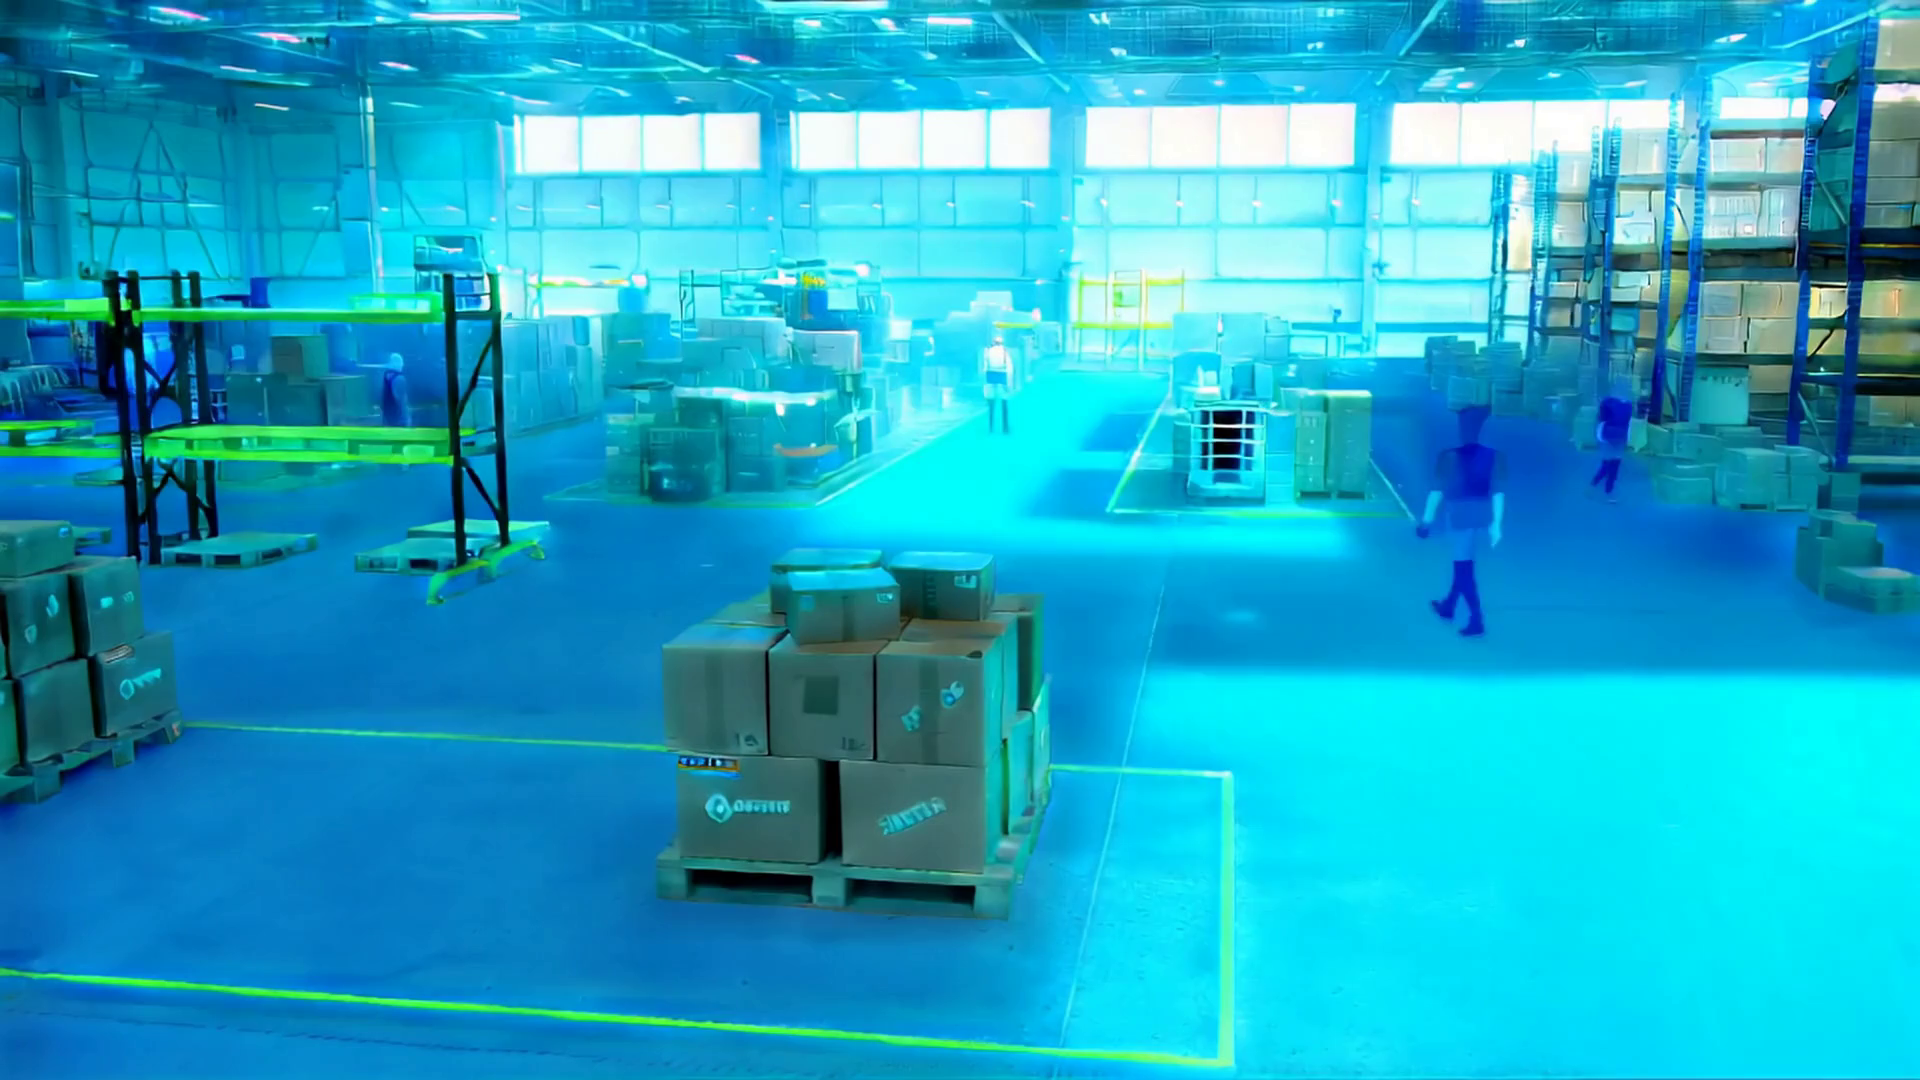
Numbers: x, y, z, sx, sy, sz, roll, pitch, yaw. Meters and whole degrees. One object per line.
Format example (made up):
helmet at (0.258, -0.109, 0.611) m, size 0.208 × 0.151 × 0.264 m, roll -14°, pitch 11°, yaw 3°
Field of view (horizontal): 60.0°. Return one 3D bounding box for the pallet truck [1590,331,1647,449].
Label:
pallet truck at (11.253, -2.573, 28.499) m, size 0.823 × 1.965 × 1.885 m, roll 5°, pitch 10°, yaw 27°

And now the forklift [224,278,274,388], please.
forklift at (-18.005, -5.350, 42.912) m, size 1.873 × 2.768 × 1.129 m, roll -3°, pitch 10°, yaw -17°

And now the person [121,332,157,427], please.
person at (-15.470, -2.997, 31.422) m, size 0.627 × 1.916 × 0.758 m, roll -8°, pitch 12°, yaw -39°

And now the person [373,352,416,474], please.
person at (-8.410, -1.857, 24.620) m, size 0.528 × 1.826 × 0.656 m, roll 4°, pitch 10°, yaw 25°

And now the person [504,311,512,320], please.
person at (-12.532, -5.505, 46.850) m, size 0.639 × 1.916 × 0.794 m, roll 7°, pitch 11°, yaw 36°

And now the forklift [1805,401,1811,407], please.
forklift at (18.902, -4.441, 37.301) m, size 1.129 × 2.768 × 1.873 m, roll -2°, pitch 9°, yaw -12°

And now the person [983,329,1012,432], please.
person at (0.708, -2.992, 31.264) m, size 0.549 × 1.936 × 0.377 m, roll 0°, pitch 9°, yaw 2°

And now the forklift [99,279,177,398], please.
forklift at (-19.606, -4.720, 39.027) m, size 1.873 × 2.768 × 1.129 m, roll 1°, pitch 9°, yaw 9°

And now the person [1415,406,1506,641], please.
person at (4.192, -0.162, 13.890) m, size 0.624 × 1.911 × 1.001 m, roll -3°, pitch 10°, yaw -16°

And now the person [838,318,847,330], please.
person at (-2.826, -4.398, 40.044) m, size 0.630 × 1.899 × 0.454 m, roll 0°, pitch 9°, yaw 3°

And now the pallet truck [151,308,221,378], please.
pallet truck at (-21.869, -5.598, 47.154) m, size 0.823 × 1.965 × 1.885 m, roll 4°, pitch 10°, yaw 26°

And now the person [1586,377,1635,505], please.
person at (8.463, -1.293, 21.588) m, size 0.576 × 1.668 × 0.390 m, roll -3°, pitch 10°, yaw -20°
